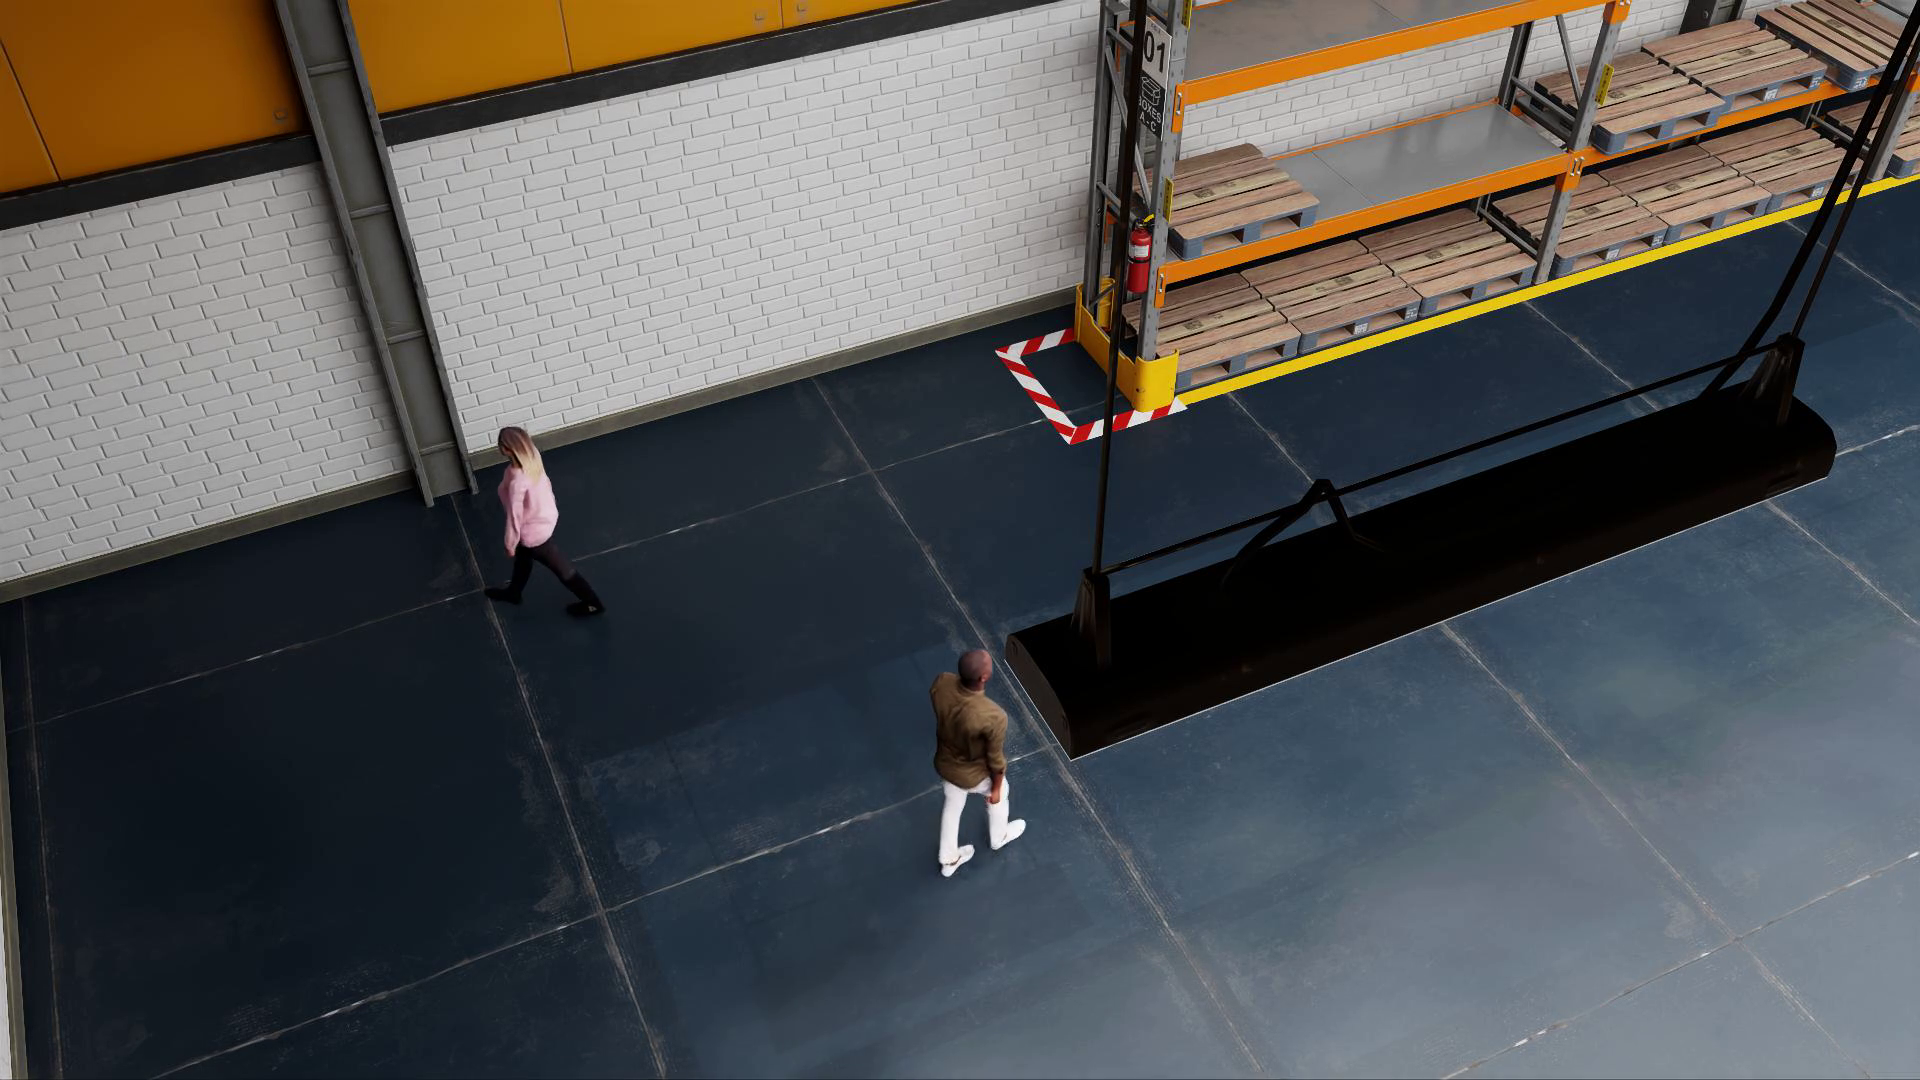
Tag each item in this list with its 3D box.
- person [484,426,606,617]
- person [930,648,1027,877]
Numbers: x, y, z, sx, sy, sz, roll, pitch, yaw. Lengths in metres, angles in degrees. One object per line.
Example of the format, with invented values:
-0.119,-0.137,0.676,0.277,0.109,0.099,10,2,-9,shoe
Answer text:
-2.749,-0.067,11.122,1.175,1.640,0.956,3,44,3,person
-0.009,1.331,9.532,0.922,1.808,0.997,27,50,26,person
